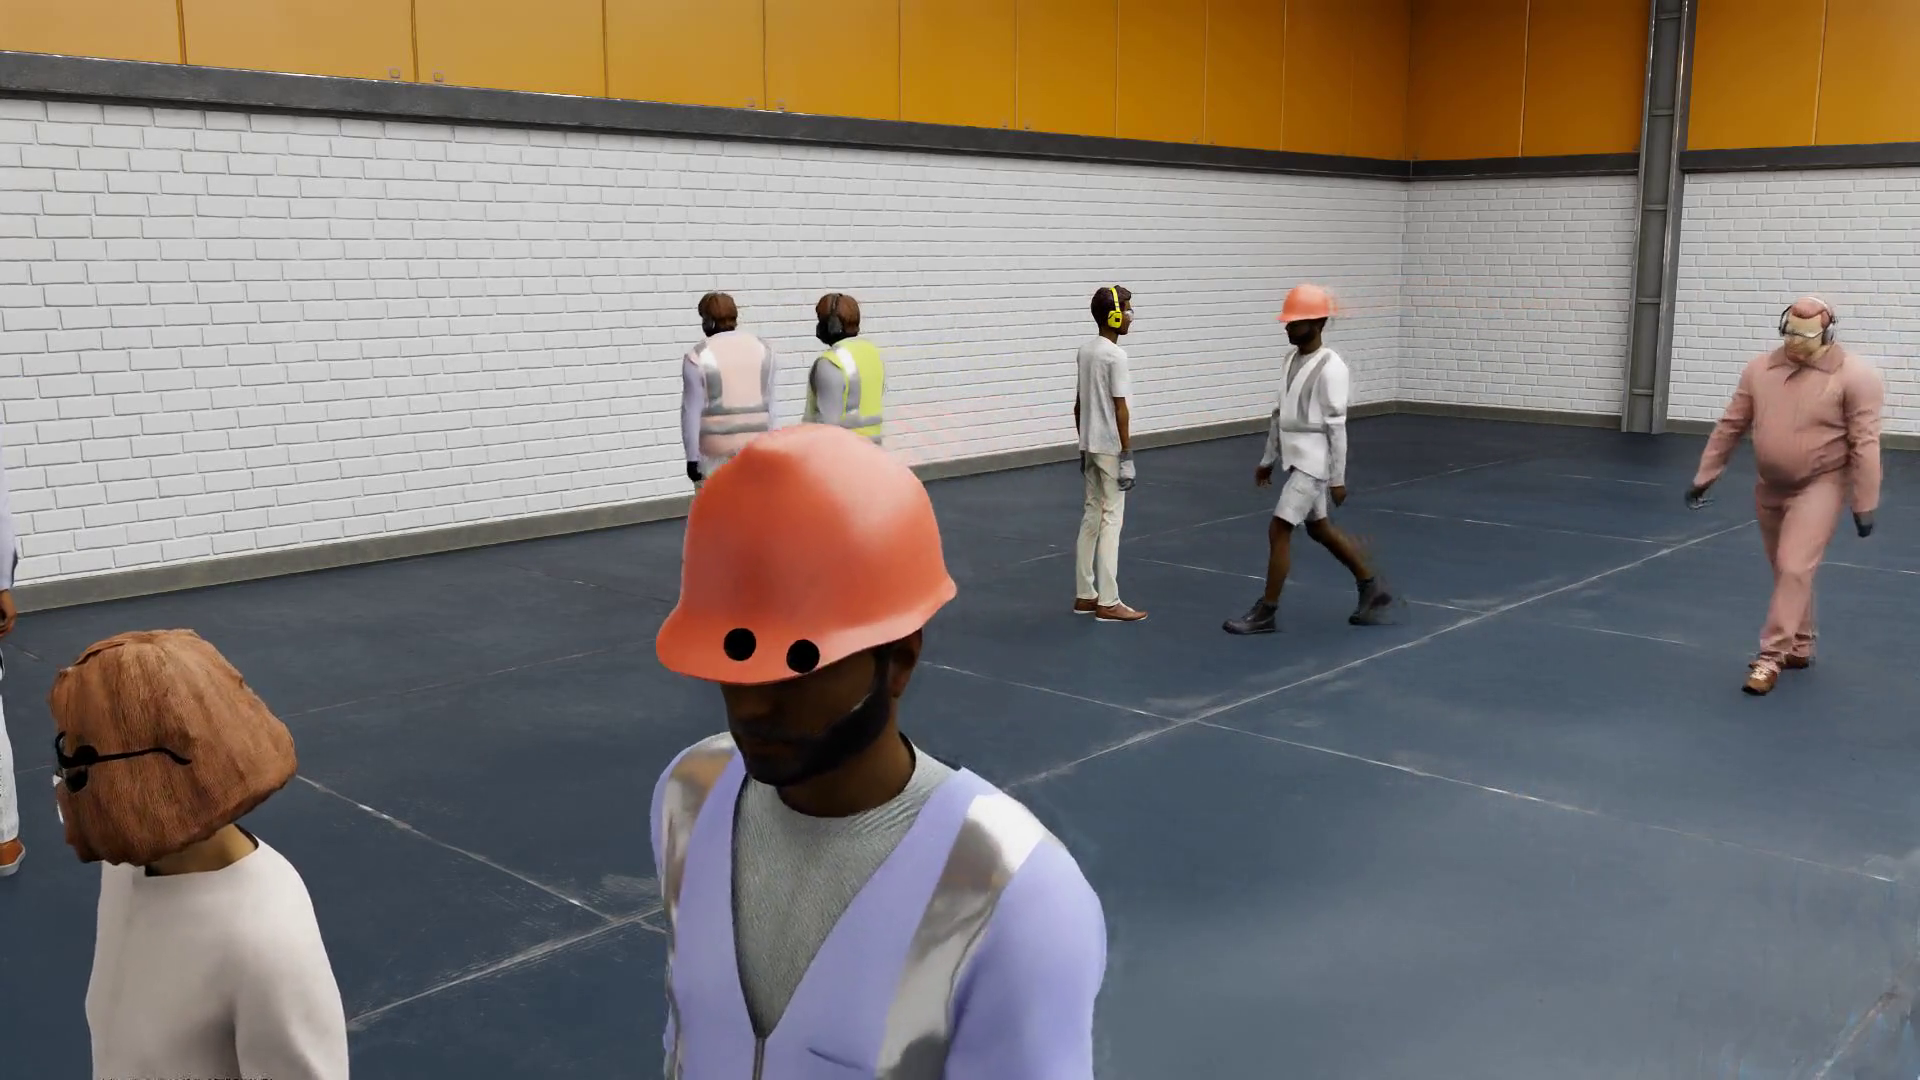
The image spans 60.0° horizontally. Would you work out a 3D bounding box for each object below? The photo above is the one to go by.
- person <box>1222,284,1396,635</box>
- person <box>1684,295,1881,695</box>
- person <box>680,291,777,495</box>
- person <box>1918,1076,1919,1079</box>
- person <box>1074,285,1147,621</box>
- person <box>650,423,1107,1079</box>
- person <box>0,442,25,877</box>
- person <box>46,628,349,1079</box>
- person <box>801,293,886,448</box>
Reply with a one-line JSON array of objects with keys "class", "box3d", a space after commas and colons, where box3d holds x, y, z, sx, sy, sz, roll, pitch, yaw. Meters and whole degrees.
[{"class": "person", "box3d": [1.937, -0.427, 8.944, 0.970, 1.900, 0.551, -2, 10, -10]}, {"class": "person", "box3d": [3.889, -0.228, 7.912, 0.853, 1.851, 0.801, -5, 11, -24]}, {"class": "person", "box3d": [-1.359, -0.557, 9.866, 0.654, 1.824, 0.722, -7, 12, -34]}, {"class": "person", "box3d": [1.420, 0.874, 2.125, 0.535, 1.684, 0.512, -5, 11, -27]}, {"class": "person", "box3d": [0.832, -0.481, 9.306, 0.321, 1.871, 0.532, -5, 11, -25]}, {"class": "person", "box3d": [-0.175, 0.851, 1.588, 0.572, 1.910, 0.783, 7, 12, 34]}, {"class": "person", "box3d": [-3.366, 0.174, 5.353, 0.602, 1.949, 0.395, -8, 12, -37]}, {"class": "person", "box3d": [-0.924, 0.907, 2.077, 0.503, 1.631, 0.283, 9, 14, 42]}, {"class": "person", "box3d": [-0.654, -0.421, 9.059, 0.451, 1.840, 0.645, 5, 11, 25]}]
